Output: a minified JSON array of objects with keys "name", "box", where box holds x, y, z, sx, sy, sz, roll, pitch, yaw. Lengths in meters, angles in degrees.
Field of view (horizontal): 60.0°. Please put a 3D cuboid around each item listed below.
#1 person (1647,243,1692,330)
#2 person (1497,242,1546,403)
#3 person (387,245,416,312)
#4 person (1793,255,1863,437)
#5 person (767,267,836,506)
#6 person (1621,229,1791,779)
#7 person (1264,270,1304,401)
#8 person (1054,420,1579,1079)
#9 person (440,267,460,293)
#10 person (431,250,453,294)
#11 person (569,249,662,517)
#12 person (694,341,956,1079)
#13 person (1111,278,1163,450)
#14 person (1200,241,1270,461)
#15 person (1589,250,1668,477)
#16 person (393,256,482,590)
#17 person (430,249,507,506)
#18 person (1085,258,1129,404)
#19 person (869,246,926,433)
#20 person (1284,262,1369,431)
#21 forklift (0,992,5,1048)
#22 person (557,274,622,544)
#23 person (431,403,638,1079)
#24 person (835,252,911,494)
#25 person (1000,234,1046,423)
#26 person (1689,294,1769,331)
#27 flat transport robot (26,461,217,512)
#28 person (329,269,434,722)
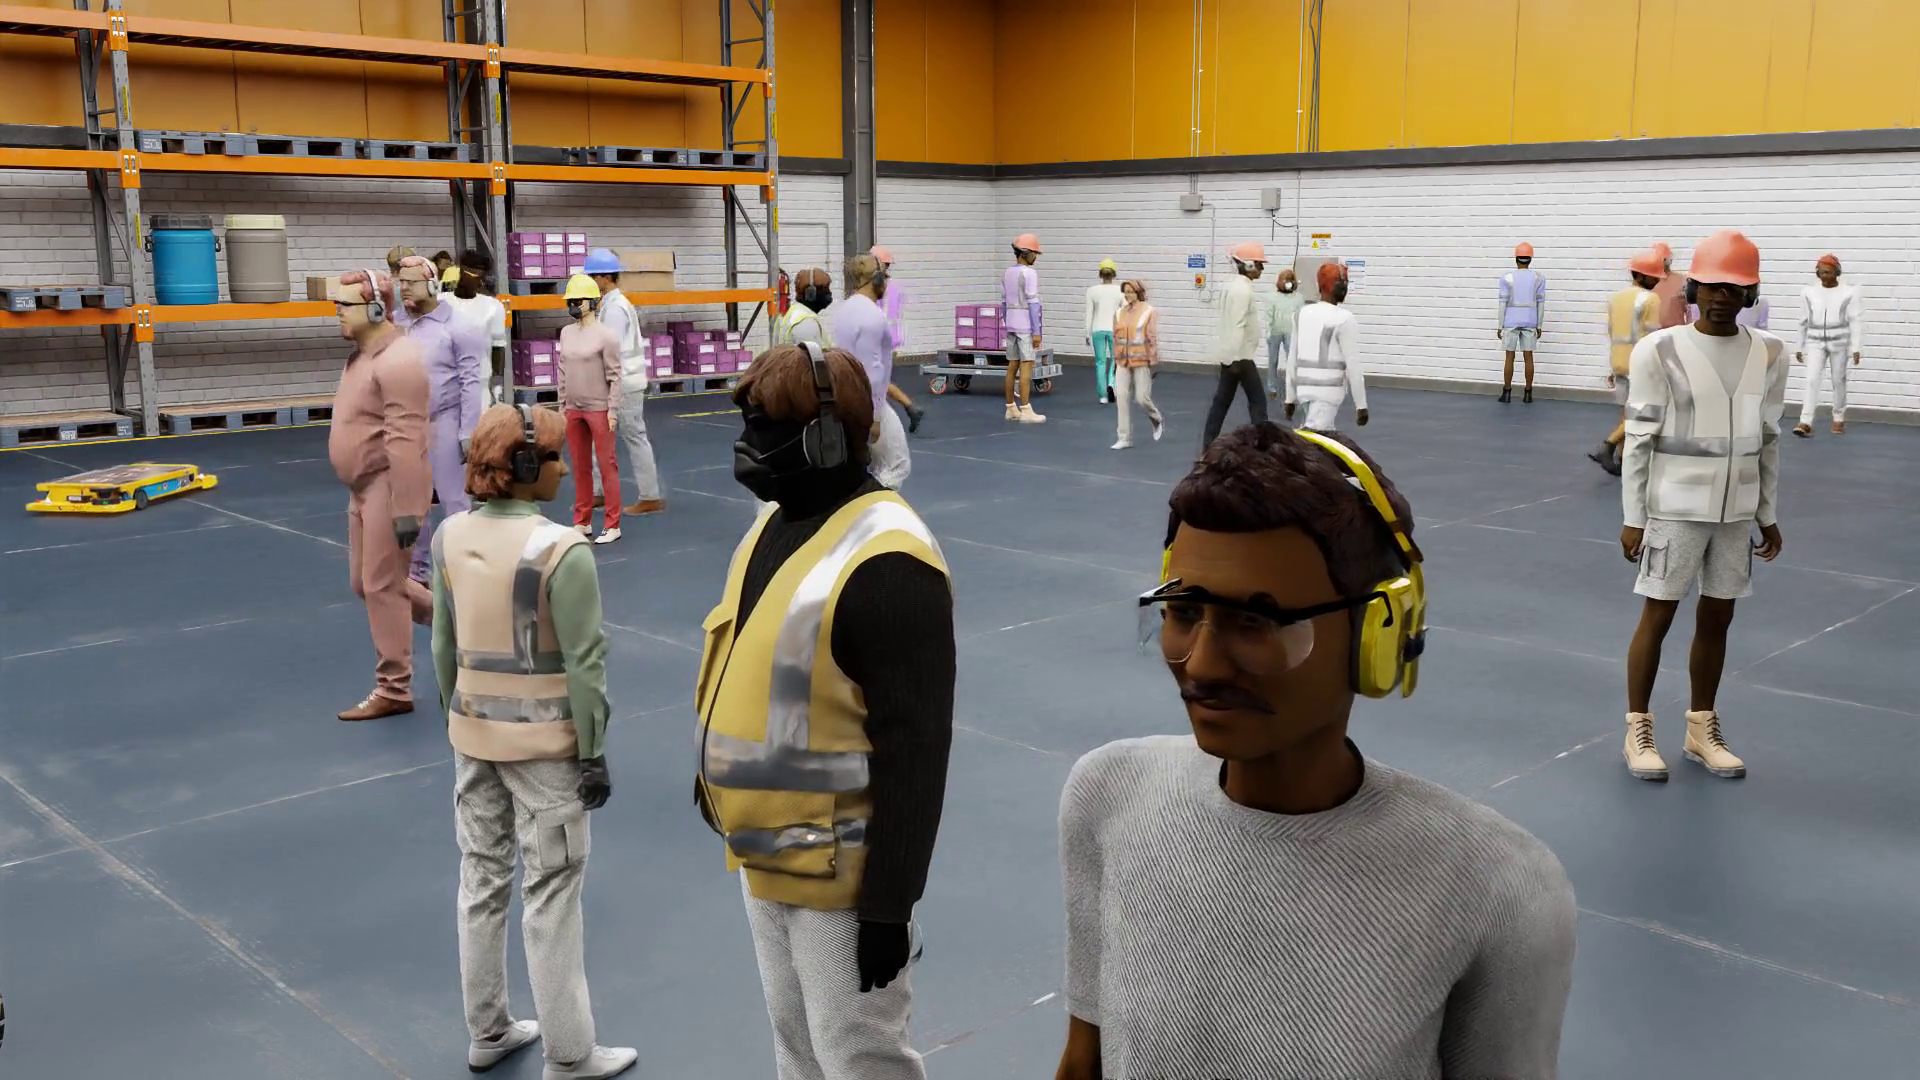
[{"name":"person","box":[7.574,-2.225,17.963,0.658,1.922,1.040,9,13,39]},{"name":"person","box":[6.775,-2.622,20.127,0.545,1.938,0.361,1,10,8]},{"name":"person","box":[-4.623,-1.463,13.798,0.356,1.938,0.633,-7,12,-33]},{"name":"person","box":[8.766,-1.951,16.777,0.633,1.829,1.027,9,14,40]},{"name":"person","box":[-0.911,-0.897,11.089,0.911,1.804,0.632,-1,10,-3]},{"name":"person","box":[2.762,-0.115,6.168,0.616,2.040,0.373,-1,10,-6]},{"name":"person","box":[3.935,-2.462,20.175,0.503,1.592,0.836,0,10,-1]},{"name":"person","box":[0.282,0.818,1.550,0.519,1.873,0.335,7,13,35]},{"name":"person","box":[-4.872,-1.839,16.452,0.486,1.723,0.760,7,13,35]},{"name":"person","box":[-5.583,-2.192,18.016,0.515,1.856,0.319,-7,12,-33]},{"name":"person","box":[-2.524,-1.099,11.868,0.792,1.917,0.621,-4,11,-20]},{"name":"person","box":[-0.257,0.566,3.000,0.429,1.842,0.636,-5,12,-27]},{"name":"person","box":[1.686,-1.675,15.808,0.524,1.619,0.589,8,13,39]},{"name":"person","box":[2.543,-1.597,14.459,0.956,1.954,0.639,0,10,1]},{"name":"person","box":[5.521,-1.435,13.730,0.661,1.903,0.570,-3,11,-16]},{"name":"person","box":[-2.967,-0.610,9.237,0.642,1.909,0.408,3,11,14]},{"name":"person","box":[-3.753,-1.179,12.341,0.794,1.930,0.360,-4,11,-18]},{"name":"person","box":[1.749,-2.479,19.827,0.544,1.751,0.457,2,11,9]},{"name":"person","box":[-0.713,-1.995,16.759,0.773,1.918,0.544,4,11,20]},{"name":"person","box":[2.582,-0.986,11.491,0.987,1.826,0.596,-5,12,-27]},{"name":"forklift","box":[-3.245,0.323,3.363,2.313,2.155,1.214,2,11,13]},{"name":"person","box":[-2.450,-0.855,10.958,0.523,1.769,0.314,6,12,30]},{"name":"person","box":[-1.036,0.495,3.950,0.515,1.636,0.315,6,12,32]},{"name":"person","box":[-0.527,-0.795,10.215,0.471,1.913,0.650,-4,11,-21]},{"name":"person","box":[0.693,-2.287,18.032,0.392,2.035,0.605,-6,12,-31]},{"name":"person","box":[6.260,-1.413,13.623,0.586,1.909,0.421,3,11,17]},{"name":"flat transport robot","box":[-6.331,-0.411,12.616,0.652,0.197,1.431,1,10,5]},{"name":"person","box":[-2.369,-0.198,7.057,0.611,1.890,0.651,-7,13,-34]}]
